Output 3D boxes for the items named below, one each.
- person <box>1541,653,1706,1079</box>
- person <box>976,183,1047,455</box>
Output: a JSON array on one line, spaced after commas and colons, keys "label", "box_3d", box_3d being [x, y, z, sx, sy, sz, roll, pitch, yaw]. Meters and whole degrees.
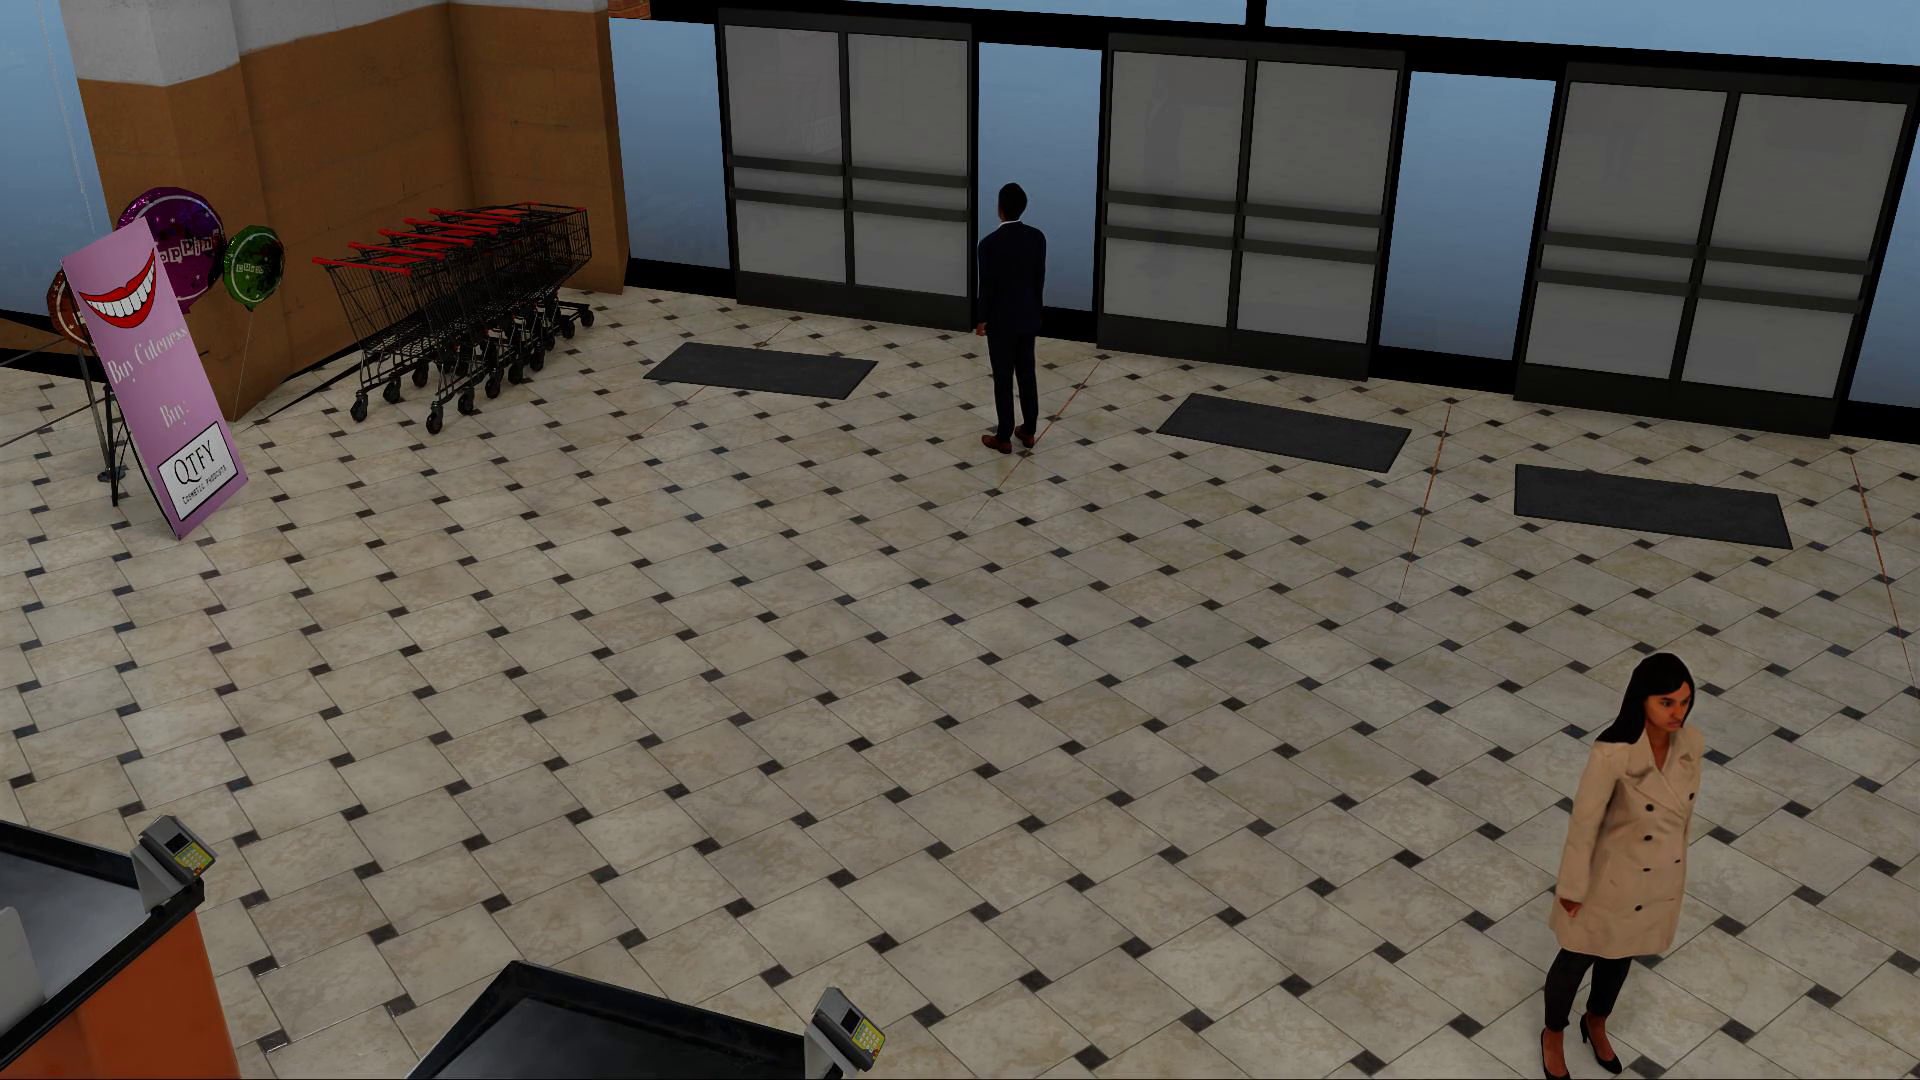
[{"label": "person", "box_3d": [2.212, 1.118, 5.571, 0.718, 1.682, 0.741, -8, 28, -15]}, {"label": "person", "box_3d": [0.327, -1.382, 10.454, 0.687, 1.726, 0.763, -14, 30, -25]}]
